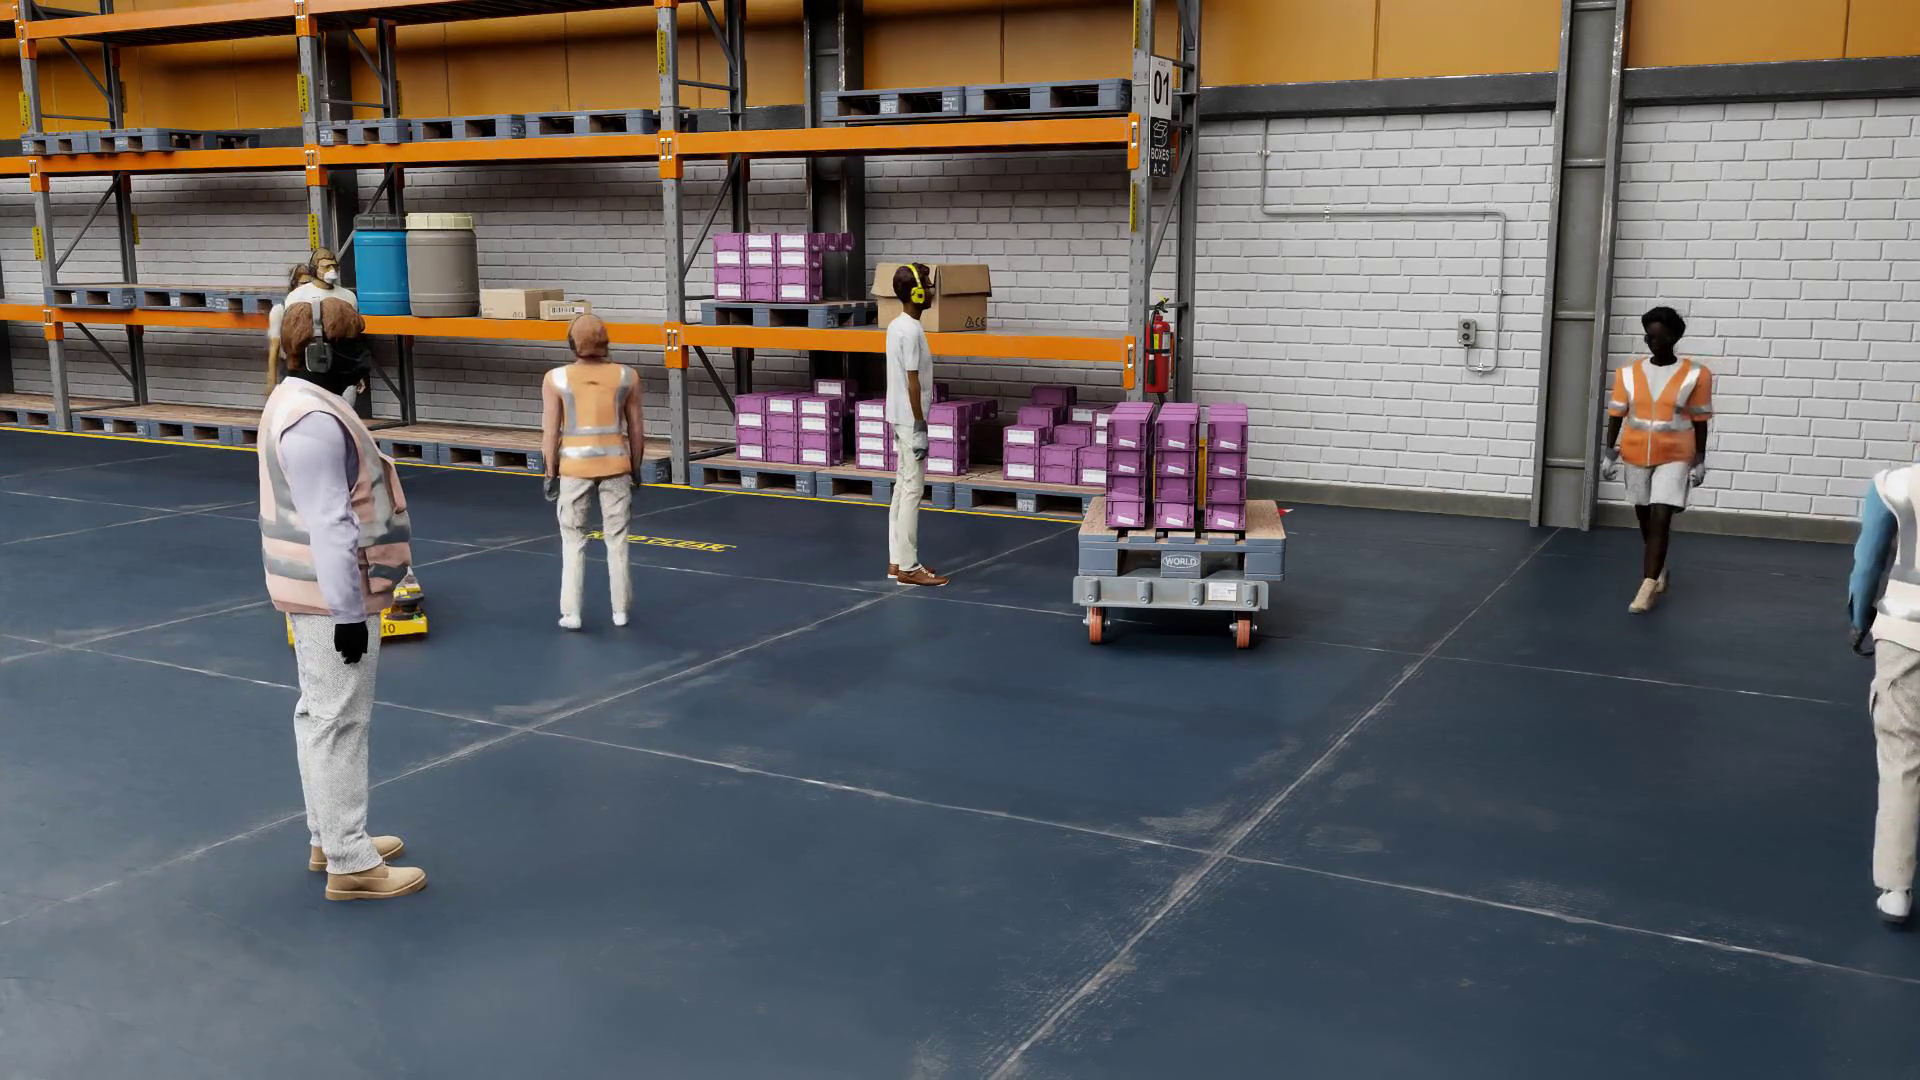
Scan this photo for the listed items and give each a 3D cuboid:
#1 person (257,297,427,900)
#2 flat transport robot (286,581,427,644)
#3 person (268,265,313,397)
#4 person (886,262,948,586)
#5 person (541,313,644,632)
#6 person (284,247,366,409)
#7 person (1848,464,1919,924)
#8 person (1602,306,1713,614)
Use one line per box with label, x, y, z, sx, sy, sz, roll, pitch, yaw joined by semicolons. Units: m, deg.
person;-1.913;0.179;5.140;0.429;1.844;0.623;-5;12;-27
flat transport robot;-3.255;0.284;8.872;0.652;0.197;1.431;-4;11;-22
person;-5.144;-1.272;13.216;0.881;1.800;0.559;6;12;32
person;-0.264;-0.670;9.703;0.323;1.876;0.530;-2;11;-13
person;-1.872;-0.338;8.533;0.526;1.637;0.316;-4;11;-21
person;-4.921;-1.300;12.978;0.372;1.940;0.631;6;12;29
person;2.980;0.316;5.049;0.526;1.591;0.864;7;12;33
person;3.862;-0.468;9.204;0.539;1.656;0.862;8;13;39
